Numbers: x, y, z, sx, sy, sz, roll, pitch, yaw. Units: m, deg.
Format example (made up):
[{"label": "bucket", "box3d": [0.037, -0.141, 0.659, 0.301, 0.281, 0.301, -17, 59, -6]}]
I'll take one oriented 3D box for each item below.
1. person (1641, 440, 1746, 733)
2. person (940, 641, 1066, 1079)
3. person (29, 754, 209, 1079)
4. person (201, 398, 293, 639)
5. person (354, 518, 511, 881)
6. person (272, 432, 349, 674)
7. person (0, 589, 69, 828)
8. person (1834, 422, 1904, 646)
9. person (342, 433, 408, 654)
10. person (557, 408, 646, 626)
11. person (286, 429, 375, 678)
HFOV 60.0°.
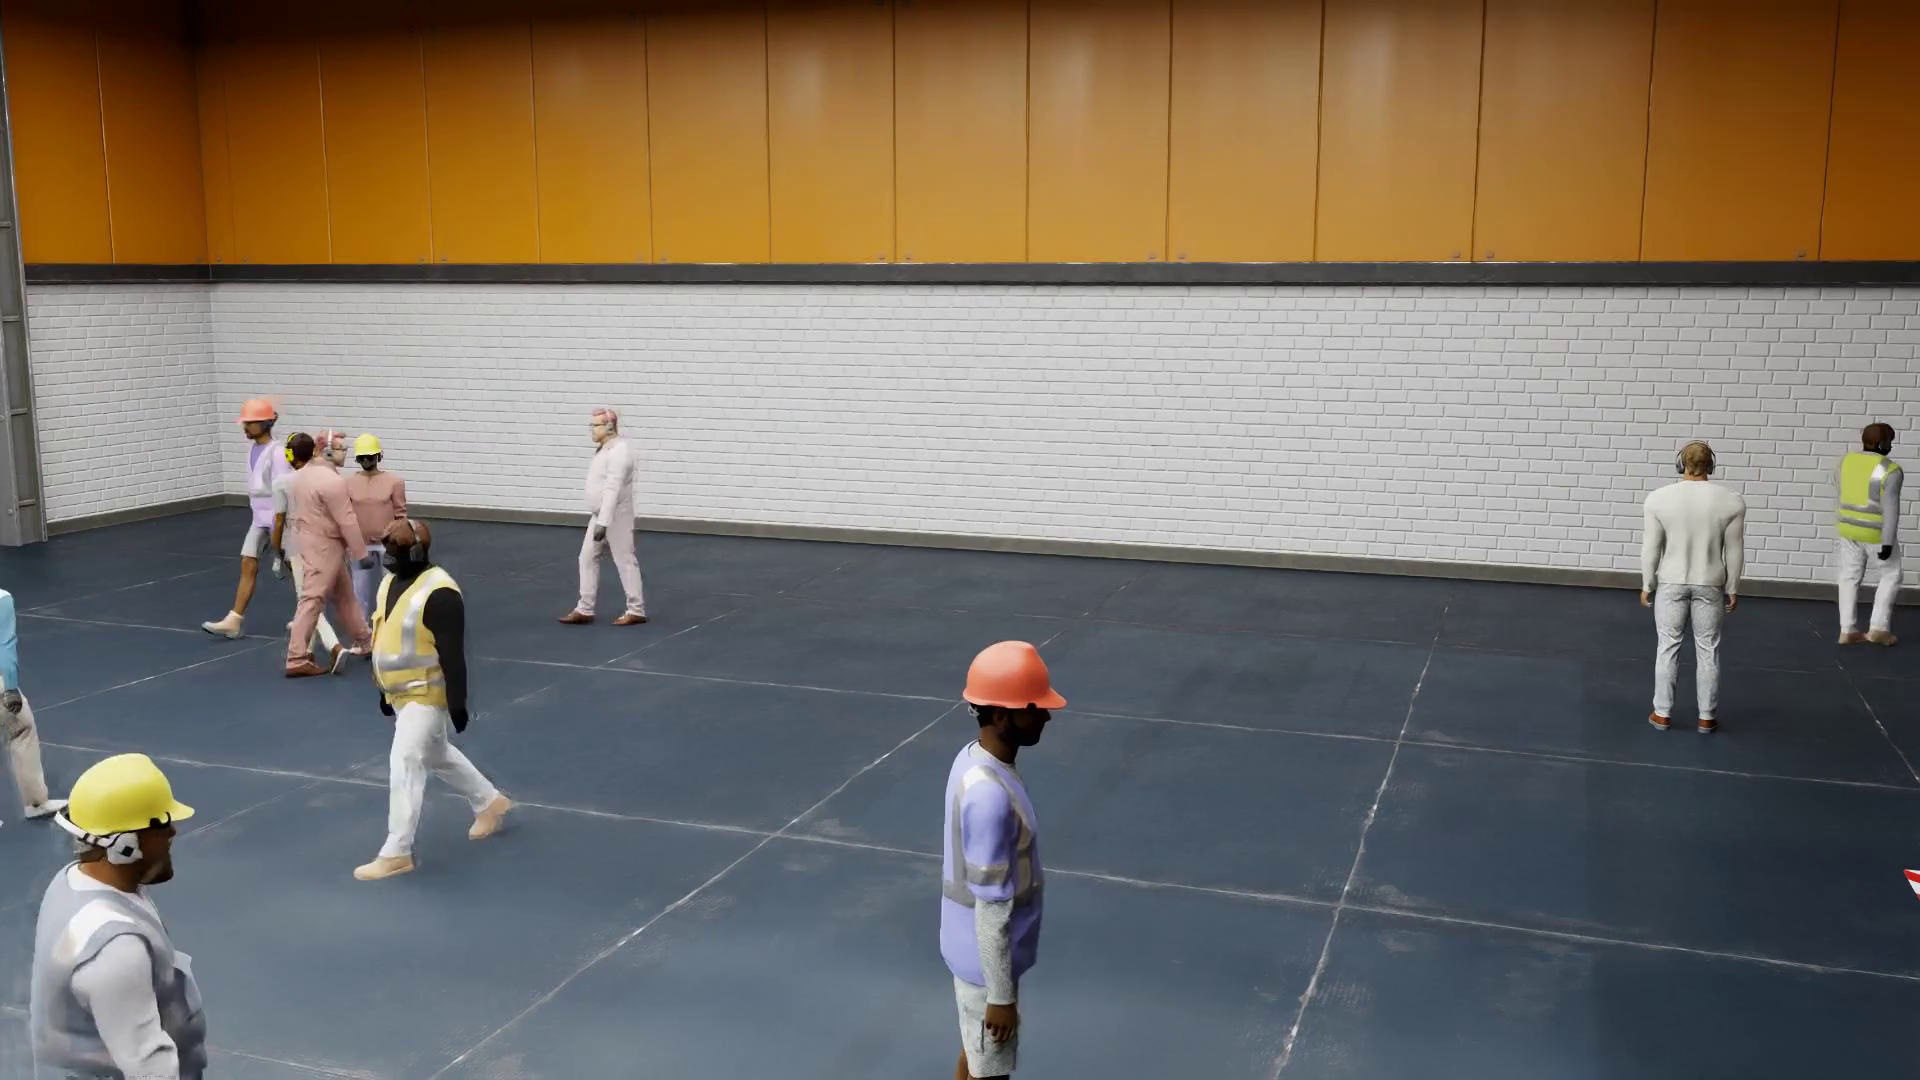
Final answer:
[{"label": "person", "box3d": [4.813, 0.310, 10.971, 0.627, 1.936, 0.370, 3, 10, 20]}, {"label": "person", "box3d": [0.128, 1.256, 5.094, 0.377, 1.936, 0.549, 0, 9, -2]}, {"label": "person", "box3d": [-2.057, 1.437, 4.356, 0.702, 1.808, 0.627, -6, 11, -31]}, {"label": "person", "box3d": [-5.789, -0.172, 13.794, 0.632, 1.985, 1.027, 7, 12, 39]}, {"label": "person", "box3d": [-2.725, 0.766, 8.574, 0.910, 1.810, 0.640, -9, 13, -44]}, {"label": "person", "box3d": [-4.925, 0.096, 12.644, 0.898, 1.835, 0.518, 7, 12, 38]}, {"label": "person", "box3d": [-5.228, 0.773, 9.053, 0.540, 1.614, 0.674, 2, 9, 15]}, {"label": "person", "box3d": [7.420, -0.047, 13.524, 0.561, 1.826, 0.636, -4, 10, -22]}, {"label": "person", "box3d": [-4.661, 0.032, 13.222, 0.533, 1.767, 0.326, -2, 9, -15]}, {"label": "person", "box3d": [-3.078, -0.173, 14.129, 0.832, 1.877, 0.658, -5, 10, -29]}, {"label": "person", "box3d": [-4.679, 0.089, 12.573, 0.991, 1.856, 0.643, -6, 11, -34]}]
